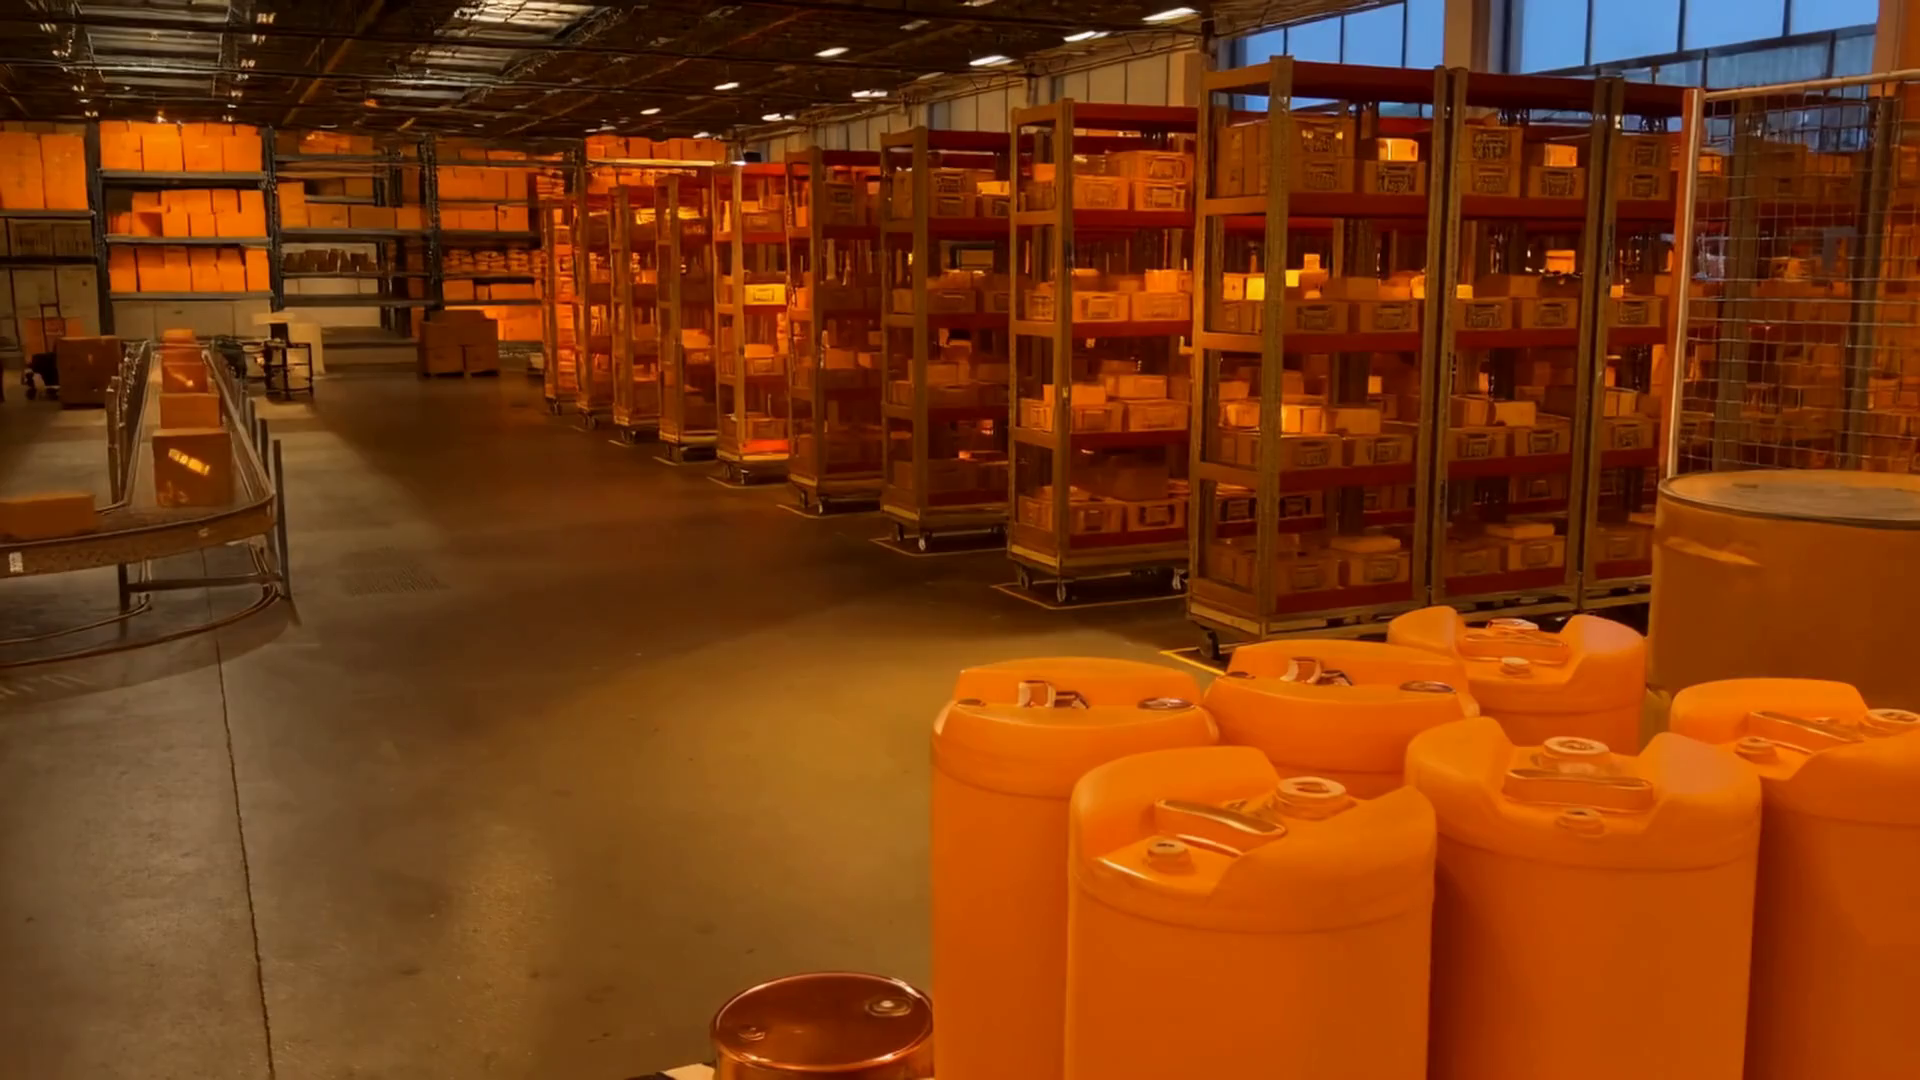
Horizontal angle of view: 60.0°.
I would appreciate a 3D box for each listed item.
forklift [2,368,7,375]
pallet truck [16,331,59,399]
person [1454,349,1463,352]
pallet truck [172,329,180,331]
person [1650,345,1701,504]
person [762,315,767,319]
[{"bbox_3d":[-23.230,-5.200,38.347,1.873,2.768,1.129,-4,10,-25],"label":"forklift"},{"bbox_3d":[-17.082,-3.353,31.781,1.630,1.274,0.653,-4,10,-25],"label":"pallet truck"},{"bbox_3d":[6.394,-1.981,21.744,0.524,1.823,0.605,-5,11,-30],"label":"person"},{"bbox_3d":[-17.275,-3.851,35.096,1.601,1.201,0.680,0,9,1],"label":"pallet truck"},{"bbox_3d":[7.225,-1.216,16.830,0.574,1.843,0.375,-4,10,-24],"label":"person"},{"bbox_3d":[-3.862,-3.907,33.130,0.639,1.964,0.777,-6,11,-34],"label":"person"}]
